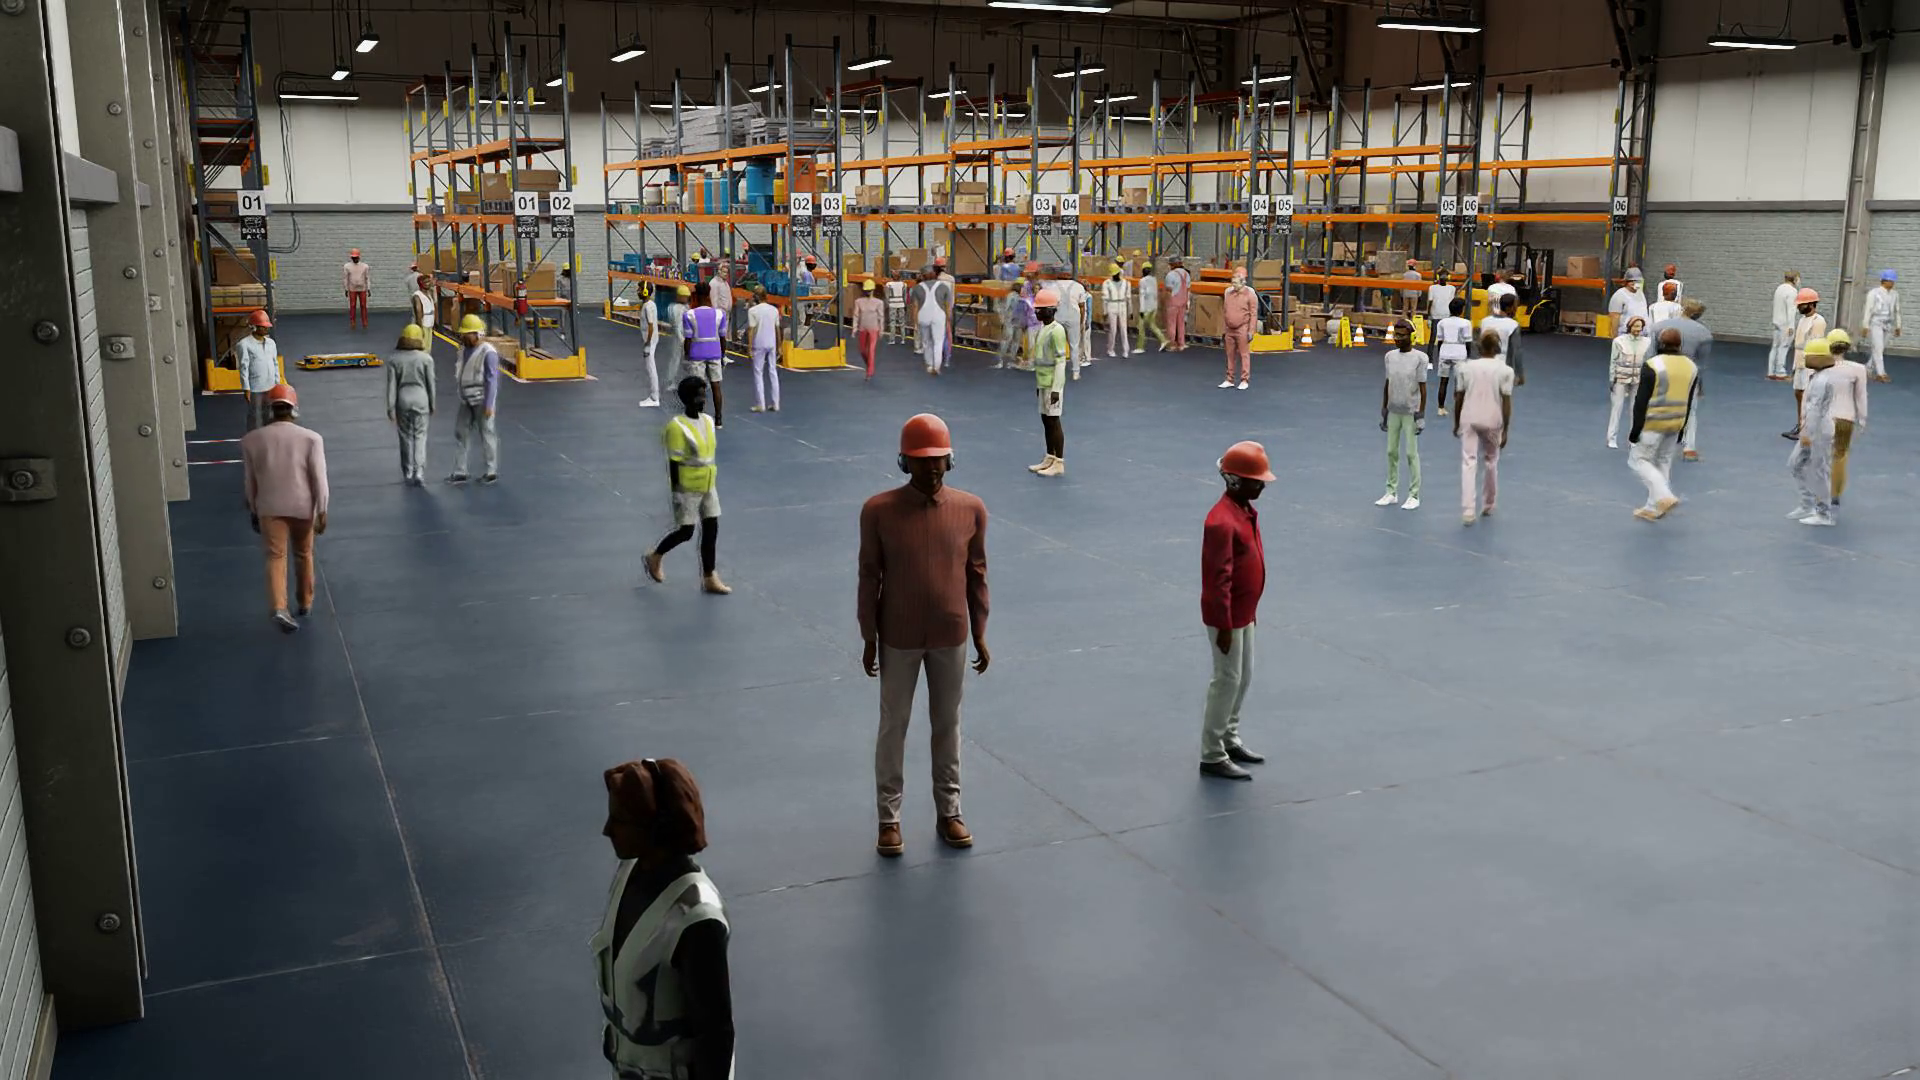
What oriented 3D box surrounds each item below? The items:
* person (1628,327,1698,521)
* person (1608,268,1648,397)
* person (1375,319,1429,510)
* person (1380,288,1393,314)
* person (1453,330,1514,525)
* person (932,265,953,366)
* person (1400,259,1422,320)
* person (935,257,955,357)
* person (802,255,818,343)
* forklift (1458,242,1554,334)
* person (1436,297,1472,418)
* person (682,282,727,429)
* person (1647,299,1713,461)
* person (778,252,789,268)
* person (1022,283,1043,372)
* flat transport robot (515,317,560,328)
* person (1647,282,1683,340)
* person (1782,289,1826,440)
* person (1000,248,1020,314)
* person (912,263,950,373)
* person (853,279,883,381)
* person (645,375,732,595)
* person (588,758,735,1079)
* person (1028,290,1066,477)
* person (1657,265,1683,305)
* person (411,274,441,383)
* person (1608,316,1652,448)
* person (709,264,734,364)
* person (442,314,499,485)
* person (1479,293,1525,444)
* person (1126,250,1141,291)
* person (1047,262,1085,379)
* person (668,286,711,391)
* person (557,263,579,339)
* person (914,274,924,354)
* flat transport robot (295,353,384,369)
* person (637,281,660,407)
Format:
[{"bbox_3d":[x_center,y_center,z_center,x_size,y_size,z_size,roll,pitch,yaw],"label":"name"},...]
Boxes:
[{"bbox_3d":[6.516,-1.056,15.431,0.649,1.831,0.532,-5,12,-22],"label":"person"},{"bbox_3d":[10.502,-3.257,26.085,0.691,2.000,0.536,-7,13,-31],"label":"person"},{"bbox_3d":[4.329,-1.228,16.259,0.329,1.855,0.506,-9,14,-39],"label":"person"},{"bbox_3d":[10.705,-6.205,41.815,0.333,1.745,0.559,-2,11,-9],"label":"person"},{"bbox_3d":[4.881,-1.061,15.555,0.538,1.795,0.948,5,12,22],"label":"person"},{"bbox_3d":[-0.417,-4.191,31.197,0.628,1.904,0.495,-7,13,-33],"label":"person"},{"bbox_3d":[11.060,-6.008,40.784,0.565,1.755,0.323,9,15,40],"label":"person"},{"bbox_3d":[-0.378,-4.654,33.301,0.612,1.995,0.382,-8,14,-36],"label":"person"},{"bbox_3d":[-3.325,-5.365,37.066,0.372,1.933,0.552,-1,11,-4],"label":"person"},{"bbox_3d":[13.047,-6.049,39.881,2.313,2.155,1.214,-5,12,-23],"label":"forklift"},{"bbox_3d":[6.970,-2.570,23.470,0.535,1.697,0.318,10,15,42],"label":"person"},{"bbox_3d":[-3.402,-2.449,22.167,0.607,1.966,0.367,-5,12,-25],"label":"person"},{"bbox_3d":[8.345,-1.844,19.306,0.707,1.893,0.402,3,12,15],"label":"person"},{"bbox_3d":[-5.137,-7.459,48.222,0.385,1.733,0.578,-6,13,-29],"label":"person"},{"bbox_3d":[1.410,-3.823,30.050,0.519,1.613,0.782,-2,11,-10],"label":"person"},{"bbox_3d":[-10.672,-5.490,41.946,0.652,0.197,1.431,-8,13,-34],"label":"flat transport robot"},{"bbox_3d":[10.265,-2.806,24.198,0.356,1.882,0.574,-6,13,-29],"label":"person"},{"bbox_3d":[10.748,-2.231,21.182,0.392,1.923,0.553,1,11,3],"label":"person"},{"bbox_3d":[1.157,-5.884,39.431,0.374,2.044,0.606,8,14,37],"label":"person"},{"bbox_3d":[-0.516,-3.968,29.697,0.685,2.000,0.832,0,11,0],"label":"person"},{"bbox_3d":[-1.572,-3.655,28.877,0.529,1.742,0.662,2,11,12],"label":"person"},{"bbox_3d":[-2.066,-0.418,12.588,0.645,1.676,0.535,6,13,29],"label":"person"},{"bbox_3d":[-0.688,1.301,3.943,0.309,1.639,0.523,-7,13,-32],"label":"person"},{"bbox_3d":[0.949,-1.711,18.223,0.393,2.041,0.613,-3,11,-14],"label":"person"},{"bbox_3d":[13.592,-4.338,31.980,0.575,1.883,0.355,-5,12,-25],"label":"person"},{"bbox_3d":[-9.084,-3.576,28.194,0.388,1.848,0.564,0,11,0],"label":"person"},{"bbox_3d":[8.222,-1.931,20.398,0.518,1.633,0.312,1,11,7],"label":"person"},{"bbox_3d":[-4.559,-4.329,31.884,0.407,1.904,0.639,3,11,13],"label":"person"},{"bbox_3d":[-5.169,-1.454,17.481,0.626,1.813,0.658,8,13,34],"label":"person"},{"bbox_3d":[6.815,-2.131,20.742,0.643,1.883,0.618,-6,13,-29],"label":"person"},{"bbox_3d":[5.108,-7.474,48.157,0.687,1.786,0.756,9,14,37],"label":"person"},{"bbox_3d":[1.835,-3.805,28.867,0.682,2.000,0.537,1,11,6],"label":"person"},{"bbox_3d":[-4.397,-3.244,26.879,0.883,1.701,0.498,6,12,26],"label":"person"},{"bbox_3d":[-8.974,-5.471,38.094,0.485,1.744,0.309,-4,12,-20],"label":"person"},{"bbox_3d":[-0.796,-4.641,34.140,0.310,1.638,0.523,3,12,16],"label":"person"},{"bbox_3d":[-11.622,-3.367,31.155,1.431,0.197,0.652,-9,14,-38],"label":"flat transport robot"},{"bbox_3d":[-4.666,-2.927,24.843,0.329,1.873,0.512,-2,11,-8],"label":"person"}]
